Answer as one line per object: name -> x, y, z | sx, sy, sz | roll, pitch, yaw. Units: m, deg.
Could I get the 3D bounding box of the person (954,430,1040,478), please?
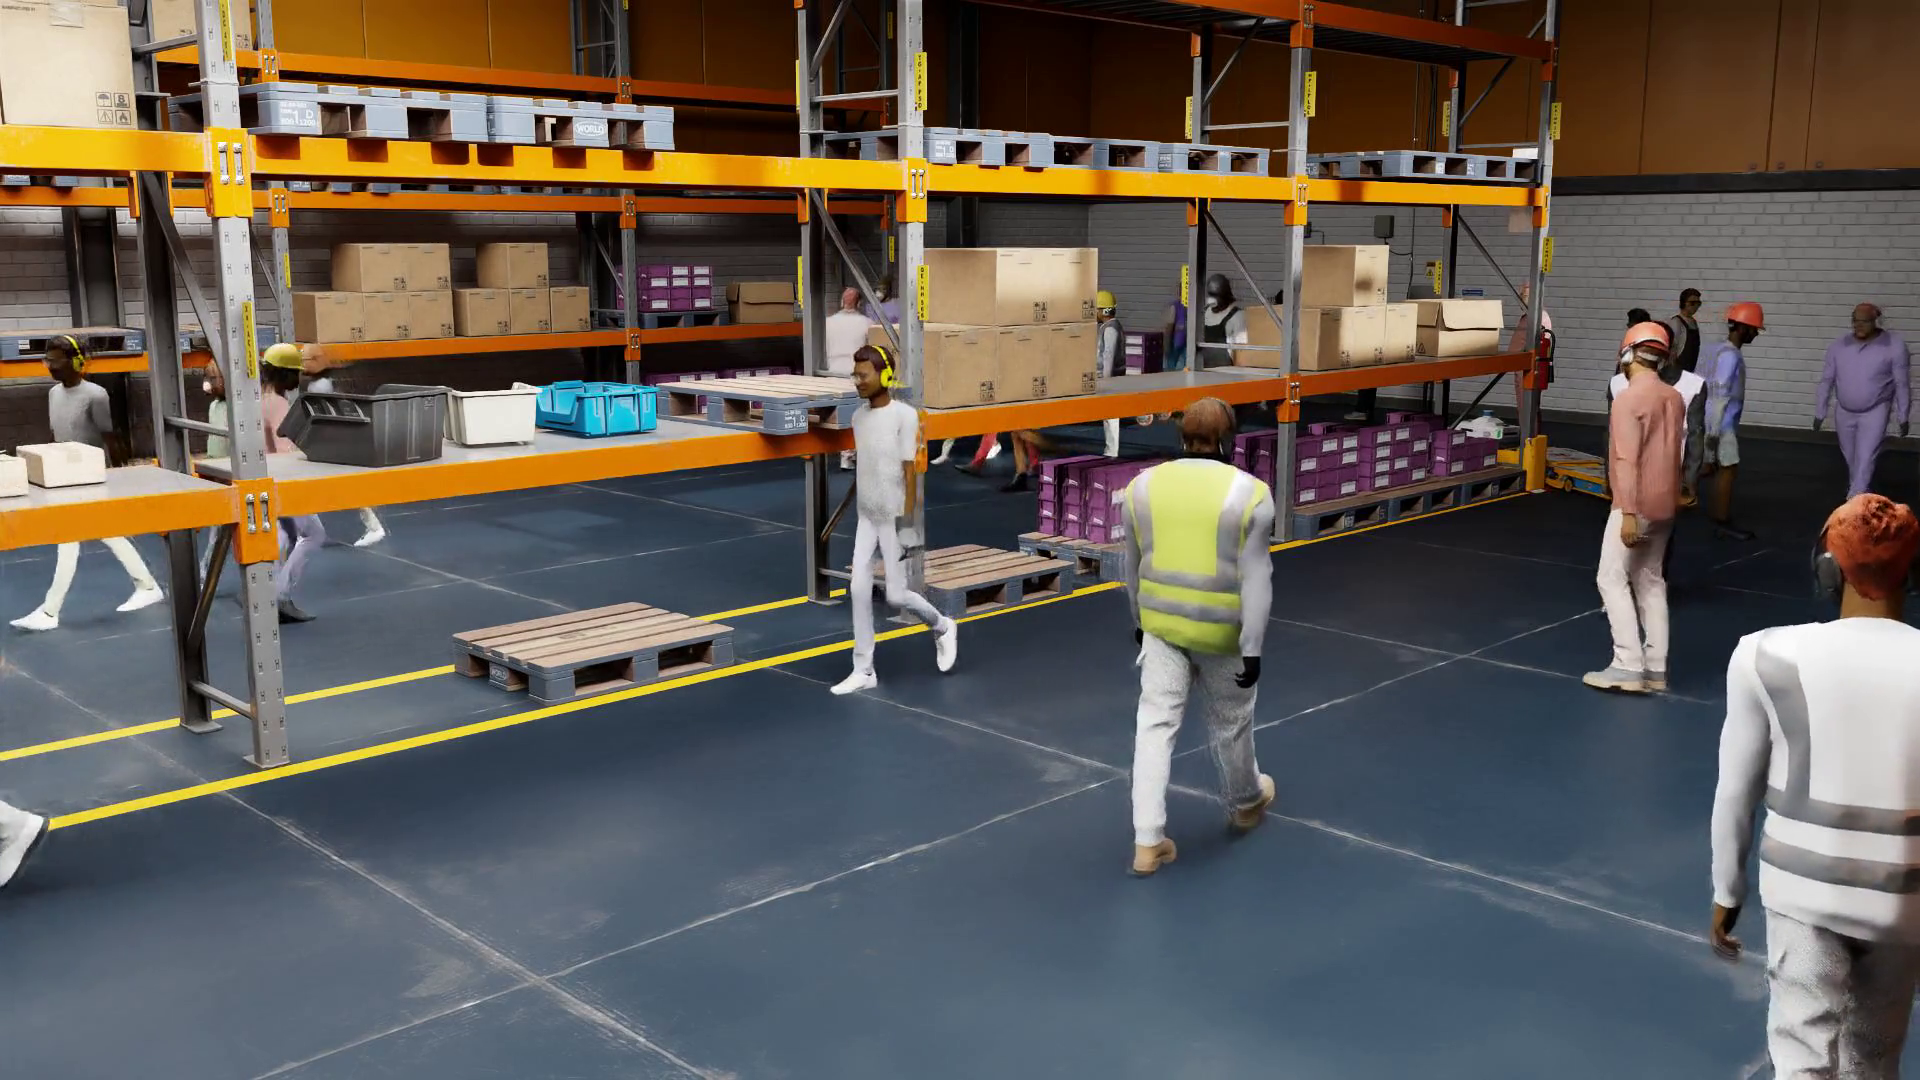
person -> 0.416, -1.438, 16.393 | 0.933, 1.711, 0.529 | -5, 12, -26

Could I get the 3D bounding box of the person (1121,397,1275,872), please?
person -> 0.942, 0.338, 6.478 | 0.644, 1.786, 0.968 | 6, 12, 30

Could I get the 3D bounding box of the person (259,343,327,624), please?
person -> -4.144, -0.334, 10.252 | 0.377, 1.747, 0.543 | -7, 13, -34

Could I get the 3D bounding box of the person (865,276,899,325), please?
person -> -0.908, -2.227, 20.129 | 0.629, 1.922, 0.470 | 10, 15, 44

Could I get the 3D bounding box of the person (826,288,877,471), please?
person -> -1.102, -1.667, 17.240 | 0.677, 1.851, 1.010 | 3, 11, 14

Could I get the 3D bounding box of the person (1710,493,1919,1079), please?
person -> 1.994, 0.824, 3.702 | 0.599, 1.852, 0.924 | 4, 11, 22

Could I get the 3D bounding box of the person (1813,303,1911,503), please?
person -> 7.588, -1.061, 13.988 | 0.992, 1.849, 0.662 | -8, 13, -38

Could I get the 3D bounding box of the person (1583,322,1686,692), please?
person -> 3.629, -0.181, 8.878 | 0.644, 1.947, 0.526 | -7, 13, -35

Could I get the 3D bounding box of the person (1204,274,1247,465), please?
person -> 2.554, -1.681, 16.811 | 0.641, 2.000, 0.713 | -9, 14, -41

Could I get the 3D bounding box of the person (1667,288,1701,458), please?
person -> 7.762, -1.773, 17.866 | 0.341, 1.845, 0.527 | 10, 15, 44

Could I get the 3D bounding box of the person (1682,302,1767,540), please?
person -> 5.910, -0.938, 13.171 | 0.810, 1.898, 0.588 | 3, 11, 18

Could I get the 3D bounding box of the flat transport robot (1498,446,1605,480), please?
flat transport robot -> 5.965, -0.769, 16.668 | 0.652, 0.197, 1.431 | -1, 10, -6

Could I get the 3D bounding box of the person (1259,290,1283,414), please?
person -> 4.238, -2.476, 22.077 | 0.433, 1.687, 0.550 | 4, 11, 21

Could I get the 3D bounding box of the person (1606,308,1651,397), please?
person -> 6.920, -1.535, 17.017 | 0.605, 1.677, 0.546 | -2, 11, -12

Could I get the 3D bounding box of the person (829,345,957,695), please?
person -> -0.348, -0.115, 8.810 | 0.527, 1.848, 0.720 | 10, 14, 43

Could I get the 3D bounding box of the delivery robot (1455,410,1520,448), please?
delivery robot -> 5.582, -1.131, 17.609 | 0.477, 0.478, 0.707 | -5, 11, -25

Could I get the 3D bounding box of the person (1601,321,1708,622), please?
person -> 4.270, -0.400, 10.304 | 0.590, 1.873, 0.963 | 5, 12, 27

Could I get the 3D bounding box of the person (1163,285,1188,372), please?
person -> 3.031, -2.760, 23.365 | 0.581, 1.806, 0.918 | -8, 13, -38

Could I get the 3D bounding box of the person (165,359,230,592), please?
person -> -4.920, -0.420, 11.147 | 0.870, 1.583, 0.522 | -9, 14, -40

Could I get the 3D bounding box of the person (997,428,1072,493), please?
person -> 0.703, -1.388, 15.574 | 0.651, 1.920, 0.543 | -3, 11, -17

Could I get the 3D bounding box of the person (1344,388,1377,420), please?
person -> 5.278, -2.567, 21.793 | 0.391, 1.986, 0.609 | 8, 13, 36

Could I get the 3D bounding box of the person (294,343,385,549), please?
person -> -4.865, -0.713, 12.753 | 0.833, 1.593, 0.510 | -6, 12, -30

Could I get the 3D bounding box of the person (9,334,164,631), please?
person -> -5.473, -0.378, 10.355 | 0.544, 1.811, 1.026 | 7, 12, 32

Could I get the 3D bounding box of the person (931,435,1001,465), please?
person -> 0.103, -1.725, 17.696 | 0.533, 1.817, 0.993 | 9, 14, 40

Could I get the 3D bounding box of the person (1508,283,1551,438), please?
person -> 5.976, -1.750, 17.544 | 0.409, 1.913, 0.642 | 1, 10, 8

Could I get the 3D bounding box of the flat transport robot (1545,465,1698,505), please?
flat transport robot -> 6.045, -0.510, 15.253 | 0.652, 0.197, 1.431 | -2, 11, -10

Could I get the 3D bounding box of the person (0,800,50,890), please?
person -> -3.497, 0.433, 5.650 | 0.613, 1.904, 0.563 | 10, 14, 42

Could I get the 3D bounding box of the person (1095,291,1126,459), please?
person -> 1.547, -1.709, 17.572 | 0.405, 1.824, 0.585 | 0, 10, 2
